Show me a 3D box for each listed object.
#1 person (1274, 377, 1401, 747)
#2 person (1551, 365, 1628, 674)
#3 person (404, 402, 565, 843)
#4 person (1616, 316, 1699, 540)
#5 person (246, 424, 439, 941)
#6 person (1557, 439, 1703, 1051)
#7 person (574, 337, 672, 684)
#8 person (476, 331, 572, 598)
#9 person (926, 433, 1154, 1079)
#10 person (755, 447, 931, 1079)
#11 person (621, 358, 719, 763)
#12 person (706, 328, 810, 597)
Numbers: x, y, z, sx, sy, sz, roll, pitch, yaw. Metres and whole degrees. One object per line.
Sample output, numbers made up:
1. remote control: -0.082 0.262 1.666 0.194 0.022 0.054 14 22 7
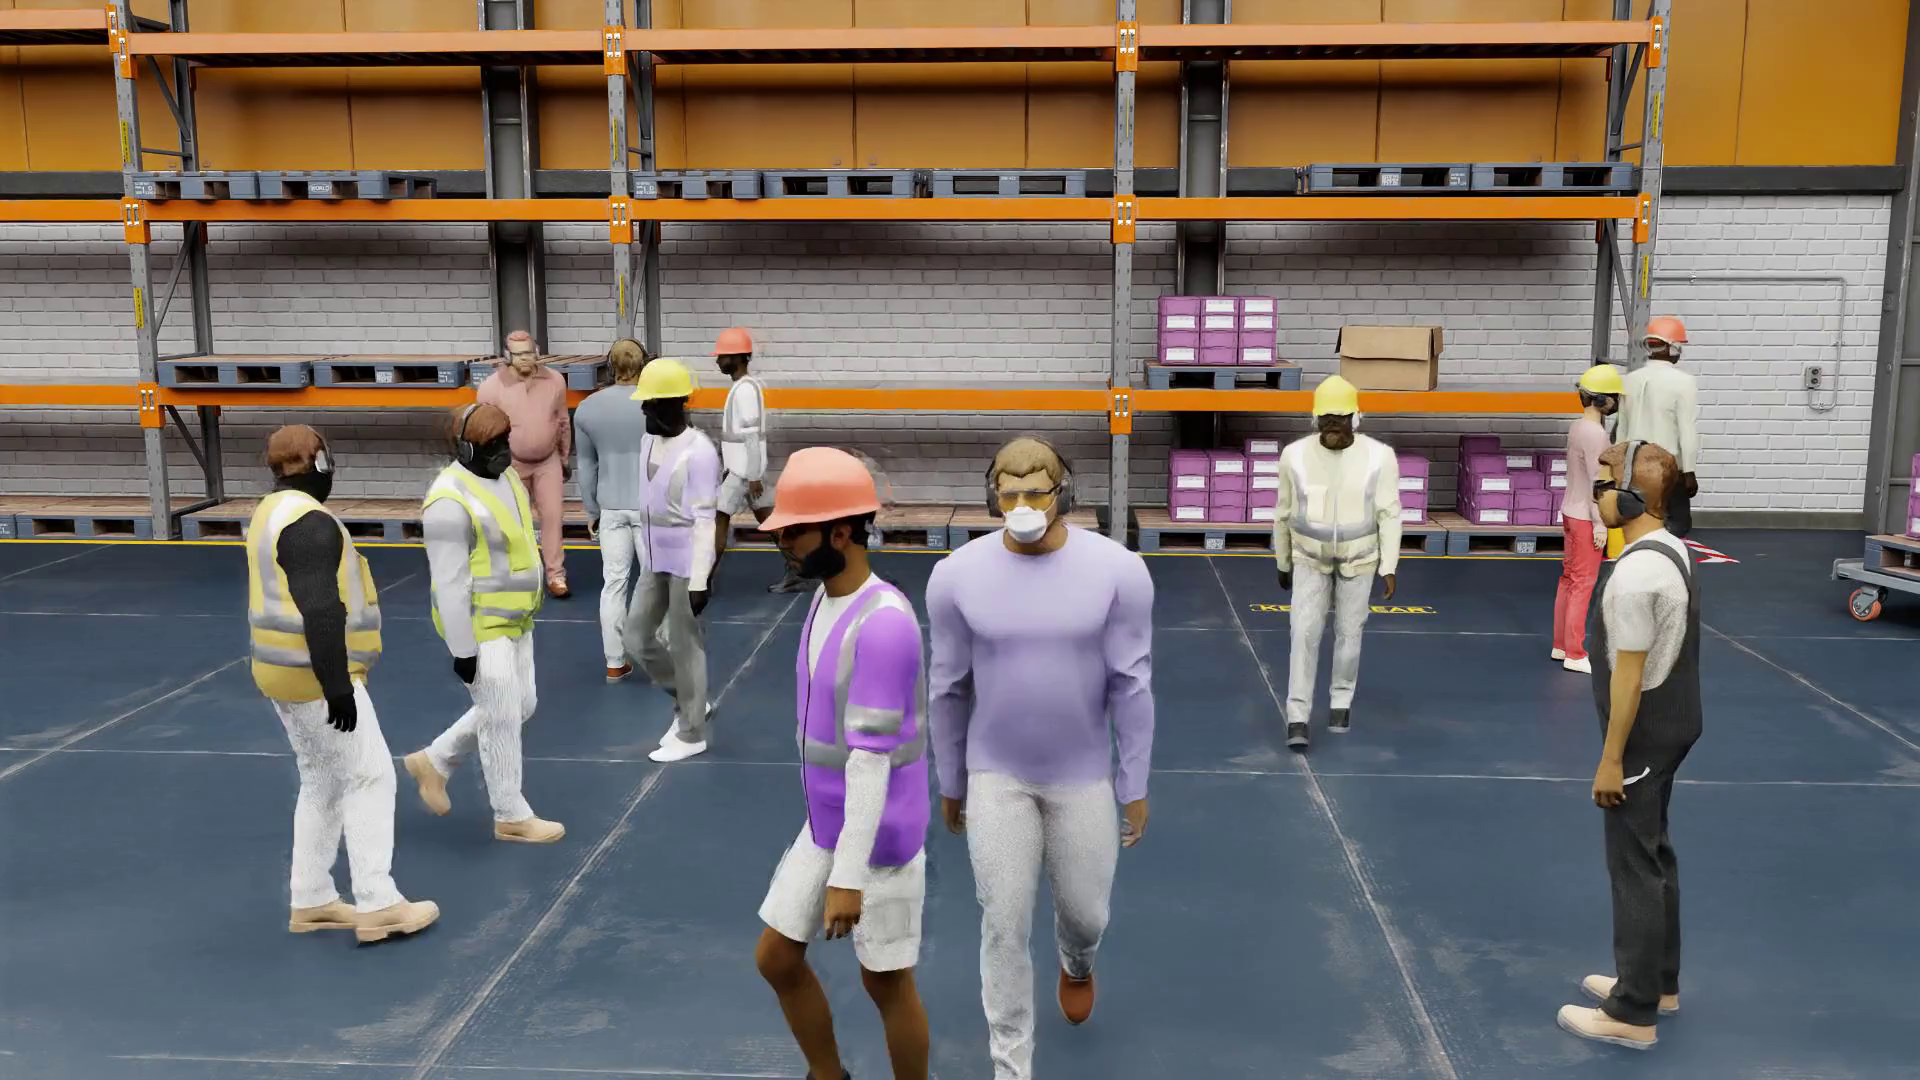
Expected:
1. person: 1.822 0.116 8.075 0.607 1.791 0.837 2 10 13
2. person: 3.622 -0.120 9.550 0.316 1.766 0.533 1 10 6
3. person: -1.960 0.344 6.685 0.612 1.821 0.645 1 10 7
4. person: 4.632 -0.499 11.132 0.524 1.979 0.636 -4 11 -25
5. person: -2.180 0.494 5.893 0.598 1.794 0.680 -5 11 -29
6. person: 2.062 0.611 5.081 0.361 1.836 0.504 7 12 35
7. person: -1.809 -0.155 9.248 0.631 1.940 0.372 1 10 8
8. person: -2.972 -0.507 11.529 0.677 1.862 0.926 -5 11 -28
9. person: 0.224 0.638 4.679 0.634 1.916 0.726 1 10 6
10. person: -0.307 0.726 4.144 0.594 1.912 0.562 -5 11 -27
11. person: -1.353 0.106 7.785 0.414 1.911 0.626 -8 13 -40
12. person: -1.514 -0.531 11.613 0.986 1.888 0.564 -1 10 -6
